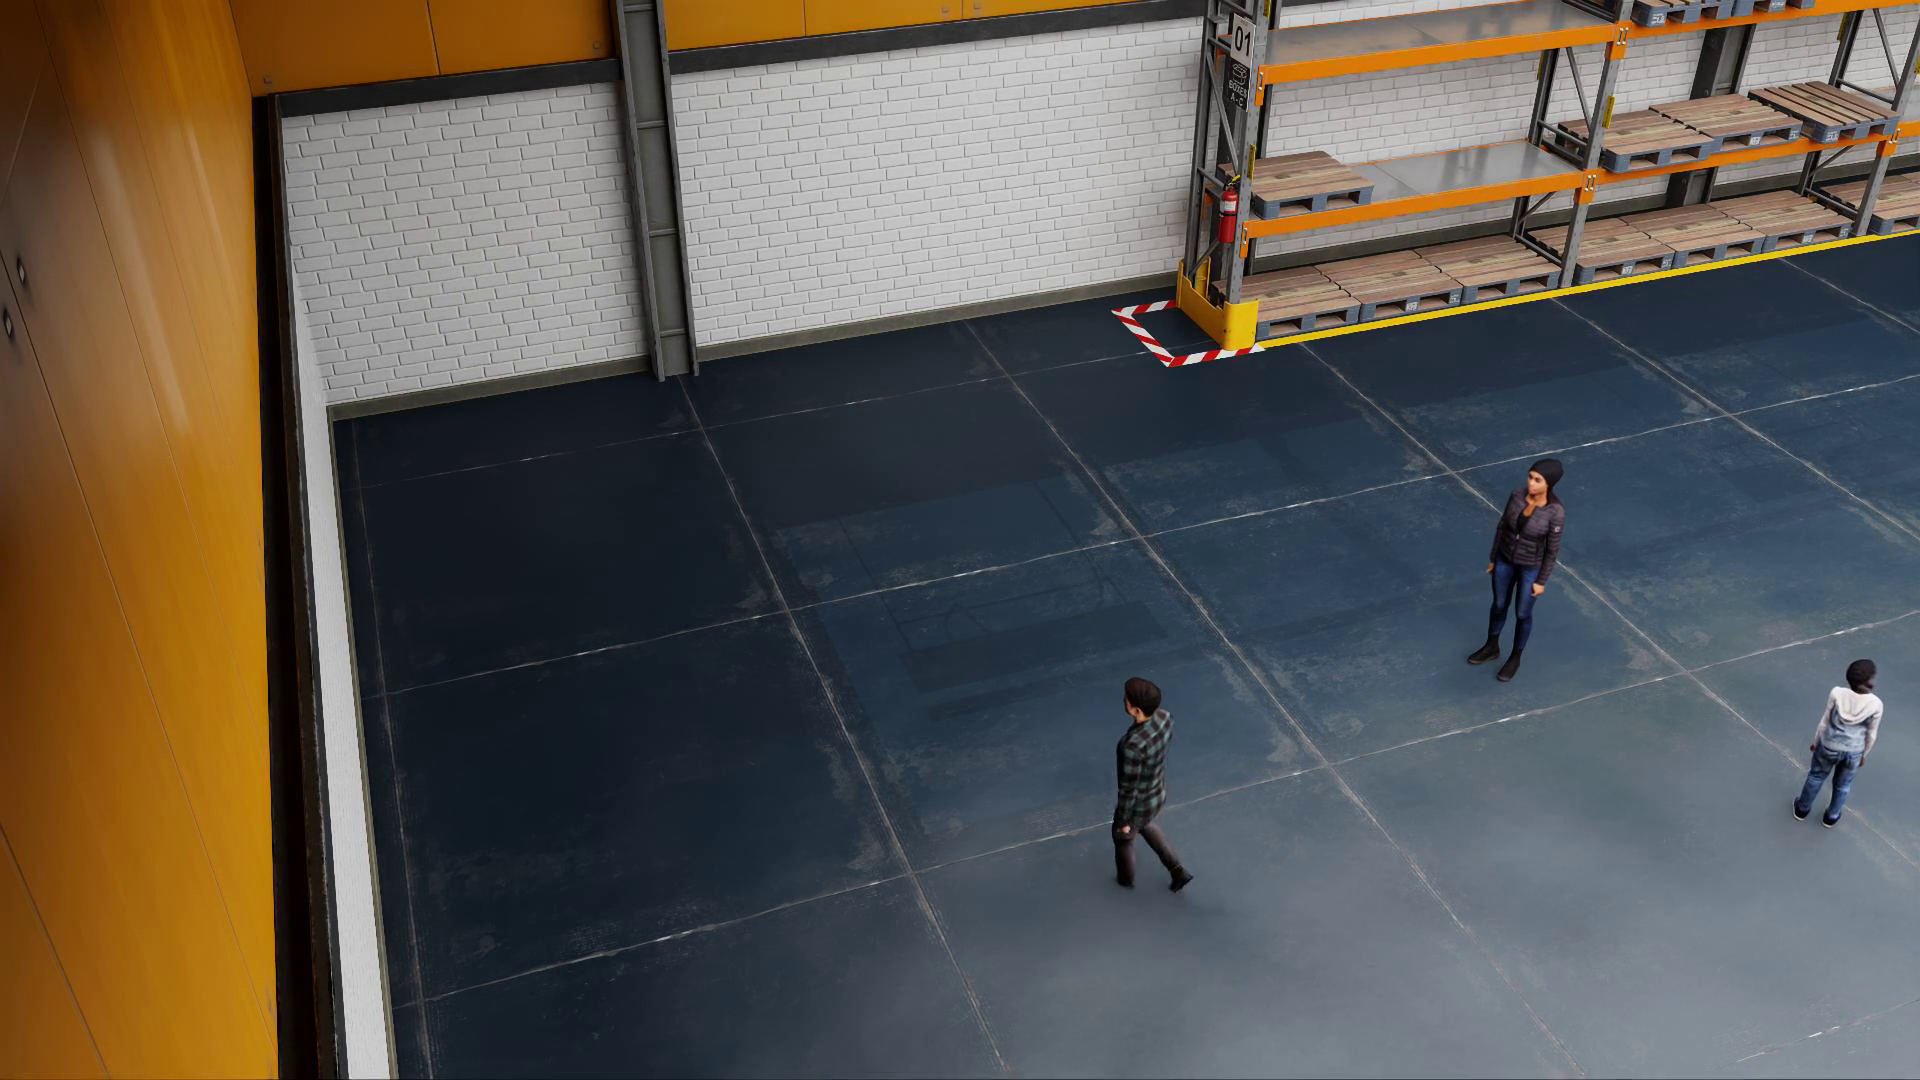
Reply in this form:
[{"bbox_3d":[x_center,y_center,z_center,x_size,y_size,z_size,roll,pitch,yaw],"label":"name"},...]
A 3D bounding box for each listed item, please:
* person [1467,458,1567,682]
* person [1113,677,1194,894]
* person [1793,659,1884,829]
[{"bbox_3d":[3.979,0.191,11.788,0.684,1.746,0.692,-25,41,-33],"label":"person"},{"bbox_3d":[1.159,1.552,10.009,0.935,1.703,0.927,23,40,31],"label":"person"},{"bbox_3d":[5.600,1.291,10.573,0.562,1.259,0.616,17,37,24],"label":"person"}]
